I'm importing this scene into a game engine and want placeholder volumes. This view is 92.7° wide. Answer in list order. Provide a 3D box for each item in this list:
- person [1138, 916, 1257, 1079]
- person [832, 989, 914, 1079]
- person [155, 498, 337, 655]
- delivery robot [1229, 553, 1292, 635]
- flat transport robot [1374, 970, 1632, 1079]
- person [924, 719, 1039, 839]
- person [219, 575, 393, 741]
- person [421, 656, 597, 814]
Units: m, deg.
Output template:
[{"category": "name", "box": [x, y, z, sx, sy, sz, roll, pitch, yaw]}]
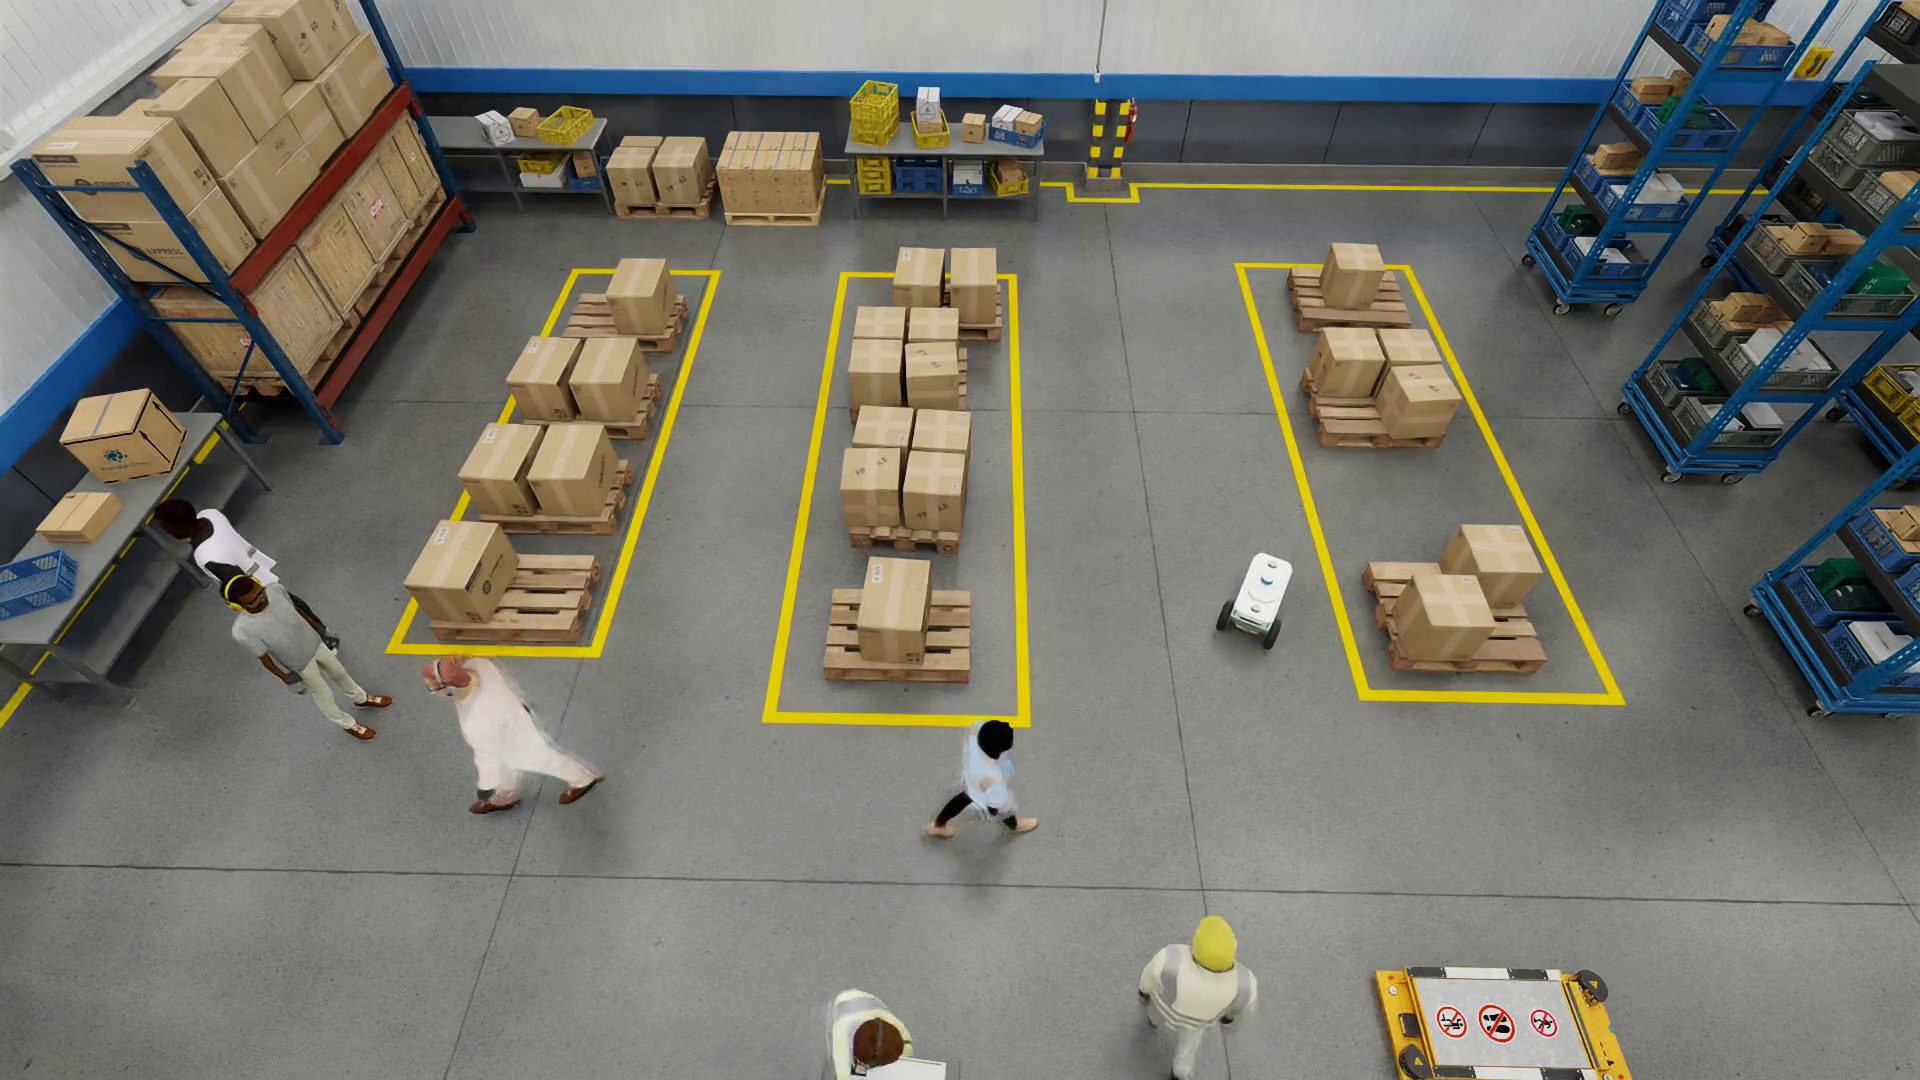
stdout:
[{"category": "person", "box": [1.316, 2.682, 5.290, 0.596, 1.811, 0.592, 11, 52, 9]}, {"category": "person", "box": [-0.460, 2.923, 5.104, 0.433, 1.821, 0.657, -10, 52, -8]}, {"category": "person", "box": [-5.505, 0.336, 7.138, 0.391, 1.920, 0.588, -26, 55, -20]}, {"category": "delivery robot", "box": [2.584, 0.453, 7.854, 0.477, 0.478, 0.707, 22, 53, 17]}, {"category": "flat transport robot", "box": [3.501, 3.133, 5.914, 1.431, 0.197, 0.652, 1, 51, 1]}, {"category": "person", "box": [0.145, 1.665, 6.219, 0.818, 1.665, 0.534, -15, 52, -12]}, {"category": "person", "box": [-4.814, 0.849, 6.755, 0.310, 1.863, 0.532, 3, 51, 3]}, {"category": "person", "box": [-3.219, 1.420, 6.288, 0.944, 1.860, 0.653, -26, 56, -20]}]
